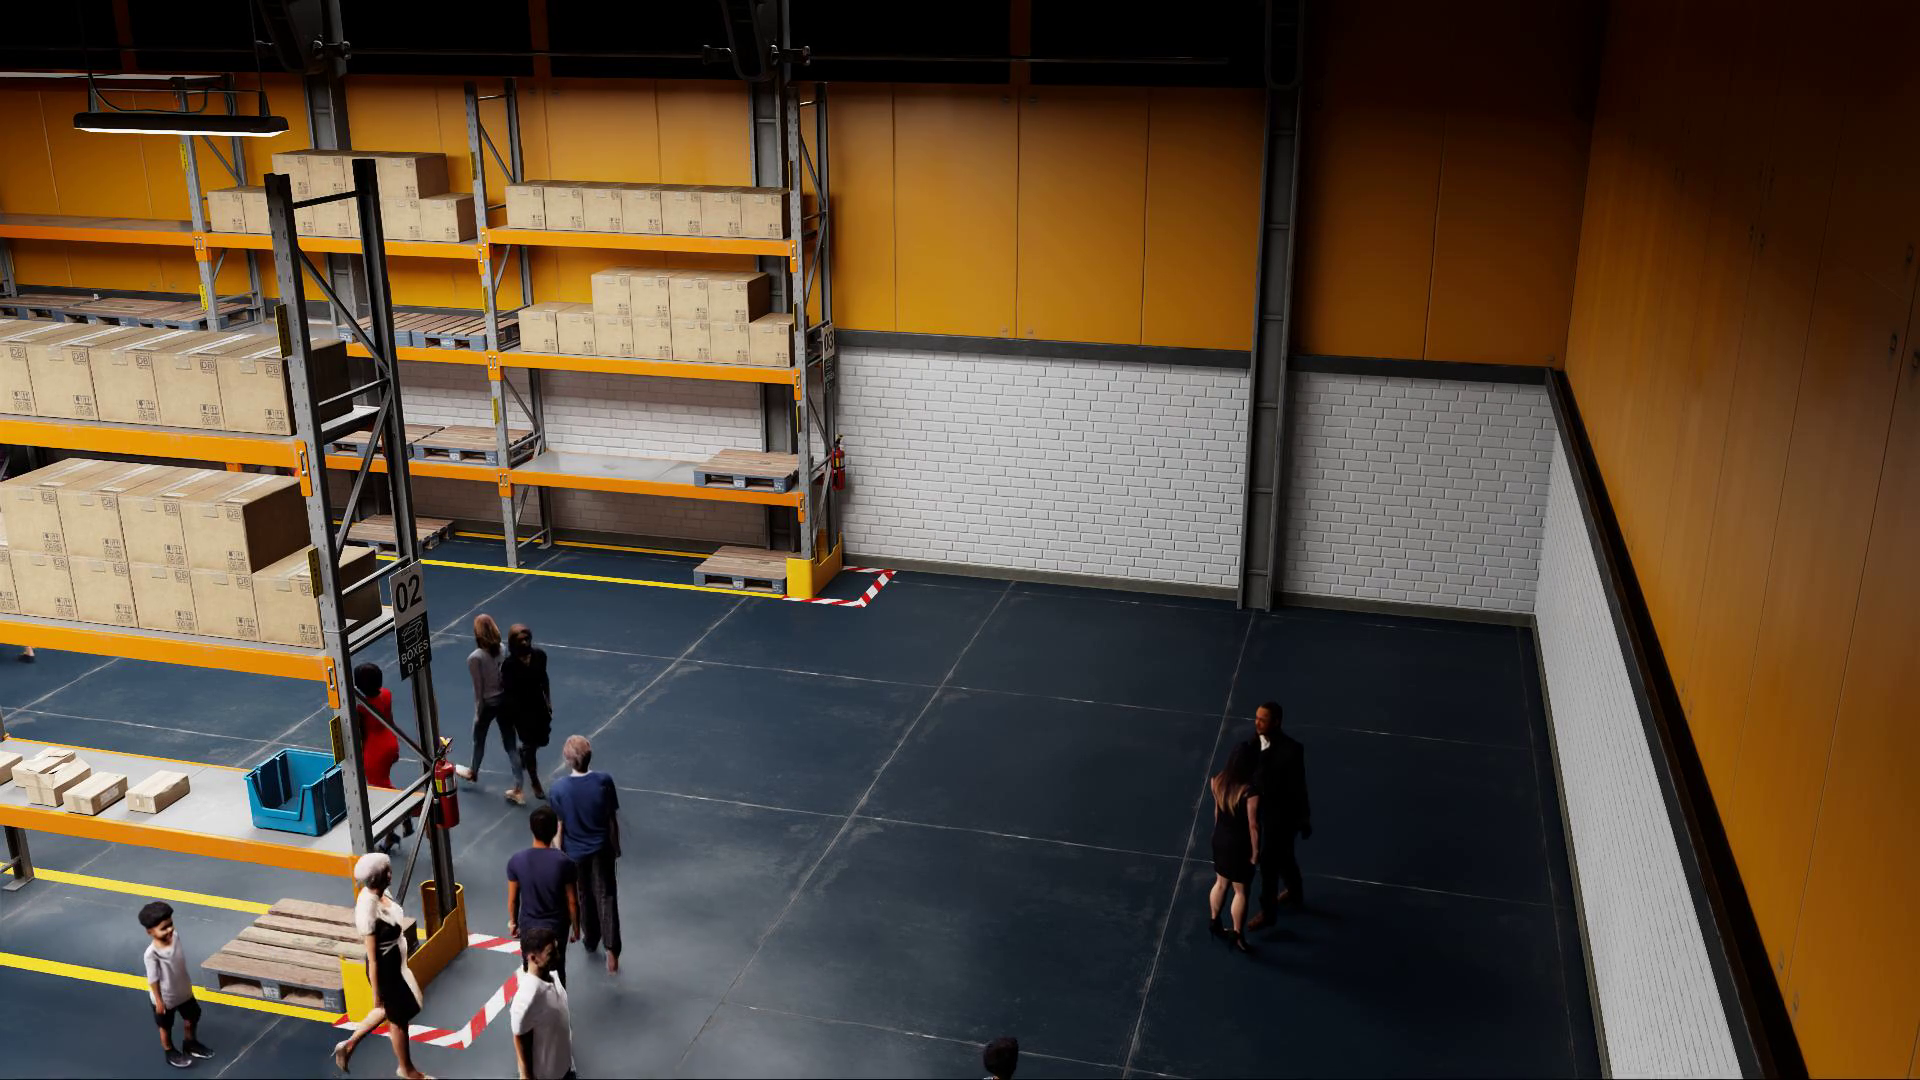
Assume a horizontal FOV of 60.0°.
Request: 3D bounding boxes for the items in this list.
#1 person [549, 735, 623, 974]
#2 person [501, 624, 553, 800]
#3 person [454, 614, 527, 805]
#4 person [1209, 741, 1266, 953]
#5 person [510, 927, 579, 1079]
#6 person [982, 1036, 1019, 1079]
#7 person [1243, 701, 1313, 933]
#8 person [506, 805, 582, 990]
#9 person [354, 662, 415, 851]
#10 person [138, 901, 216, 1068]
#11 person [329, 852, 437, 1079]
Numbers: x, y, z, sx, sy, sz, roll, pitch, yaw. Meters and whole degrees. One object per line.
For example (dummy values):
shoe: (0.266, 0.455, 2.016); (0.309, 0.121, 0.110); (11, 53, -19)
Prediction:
person: (-2.751, 2.368, 12.379); (1.099, 1.842, 1.075); (-6, 20, -19)
person: (-3.962, 1.530, 15.109); (0.803, 1.686, 0.899); (-17, 25, -40)
person: (-4.126, 1.547, 14.949); (1.191, 1.756, 0.898); (13, 23, 34)
person: (2.099, 2.334, 12.681); (0.799, 1.713, 0.727); (-12, 22, -33)
person: (-2.565, 3.164, 10.015); (1.021, 1.840, 0.725); (3, 19, 10)
person: (0.244, 3.544, 9.853); (0.854, 1.225, 0.752); (13, 23, 34)
person: (2.560, 2.134, 13.048); (1.126, 1.858, 1.061); (-10, 21, -27)
person: (-2.867, 2.714, 11.463); (0.895, 1.771, 0.914); (-4, 19, -11)
person: (-4.841, 1.860, 14.061); (0.719, 1.730, 0.642); (8, 20, 23)
person: (-5.452, 3.024, 11.359); (0.534, 1.249, 0.504); (6, 19, 16)
person: (-3.897, 2.874, 11.038); (1.021, 1.738, 0.894); (-4, 19, -11)
